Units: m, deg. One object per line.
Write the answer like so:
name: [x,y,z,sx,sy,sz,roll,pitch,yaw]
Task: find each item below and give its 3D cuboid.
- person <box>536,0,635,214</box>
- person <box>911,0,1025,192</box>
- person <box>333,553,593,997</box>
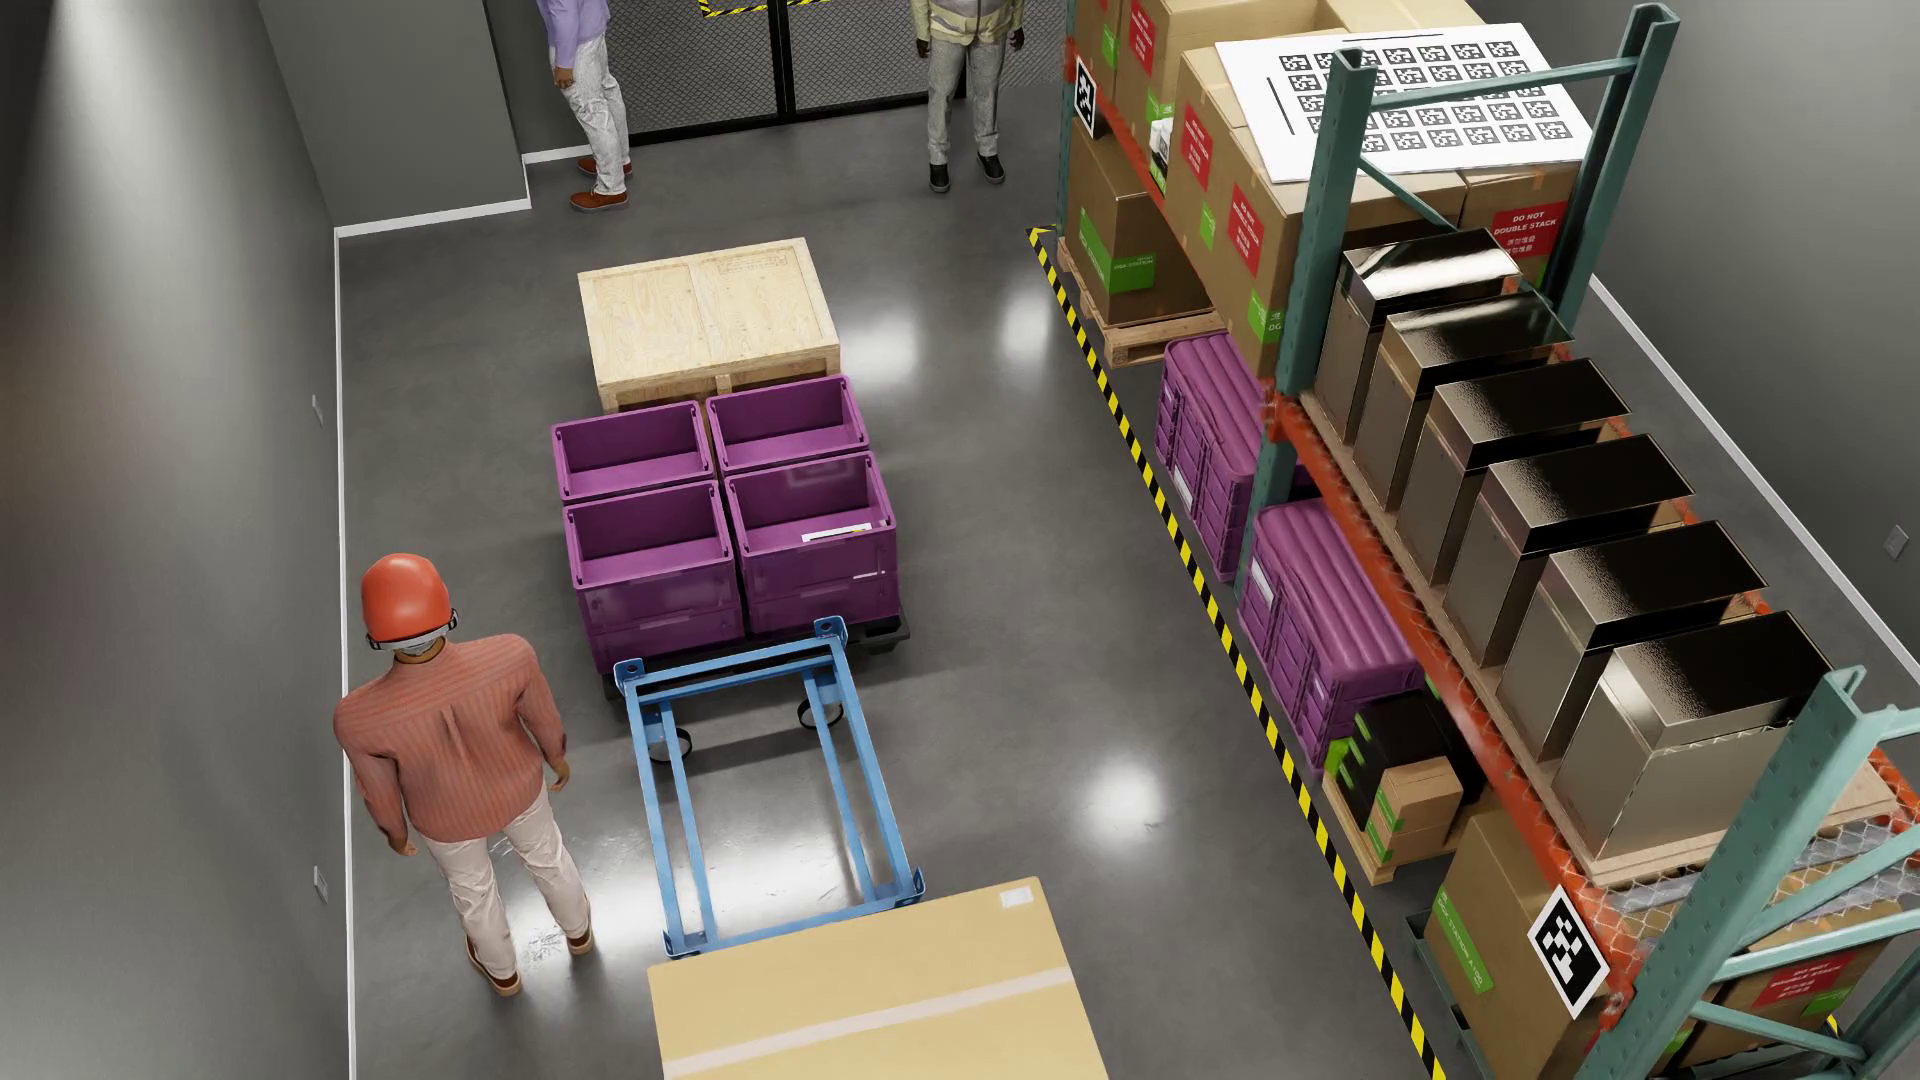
person: [-1.900,-2.511,8.192,0.355,1.937,0.635,1,47,1]
person: [0.053,-2.602,8.345,0.591,1.836,0.404,-10,48,-9]
person: [-1.504,0.761,5.150,0.620,1.994,0.381,-25,52,-21]
